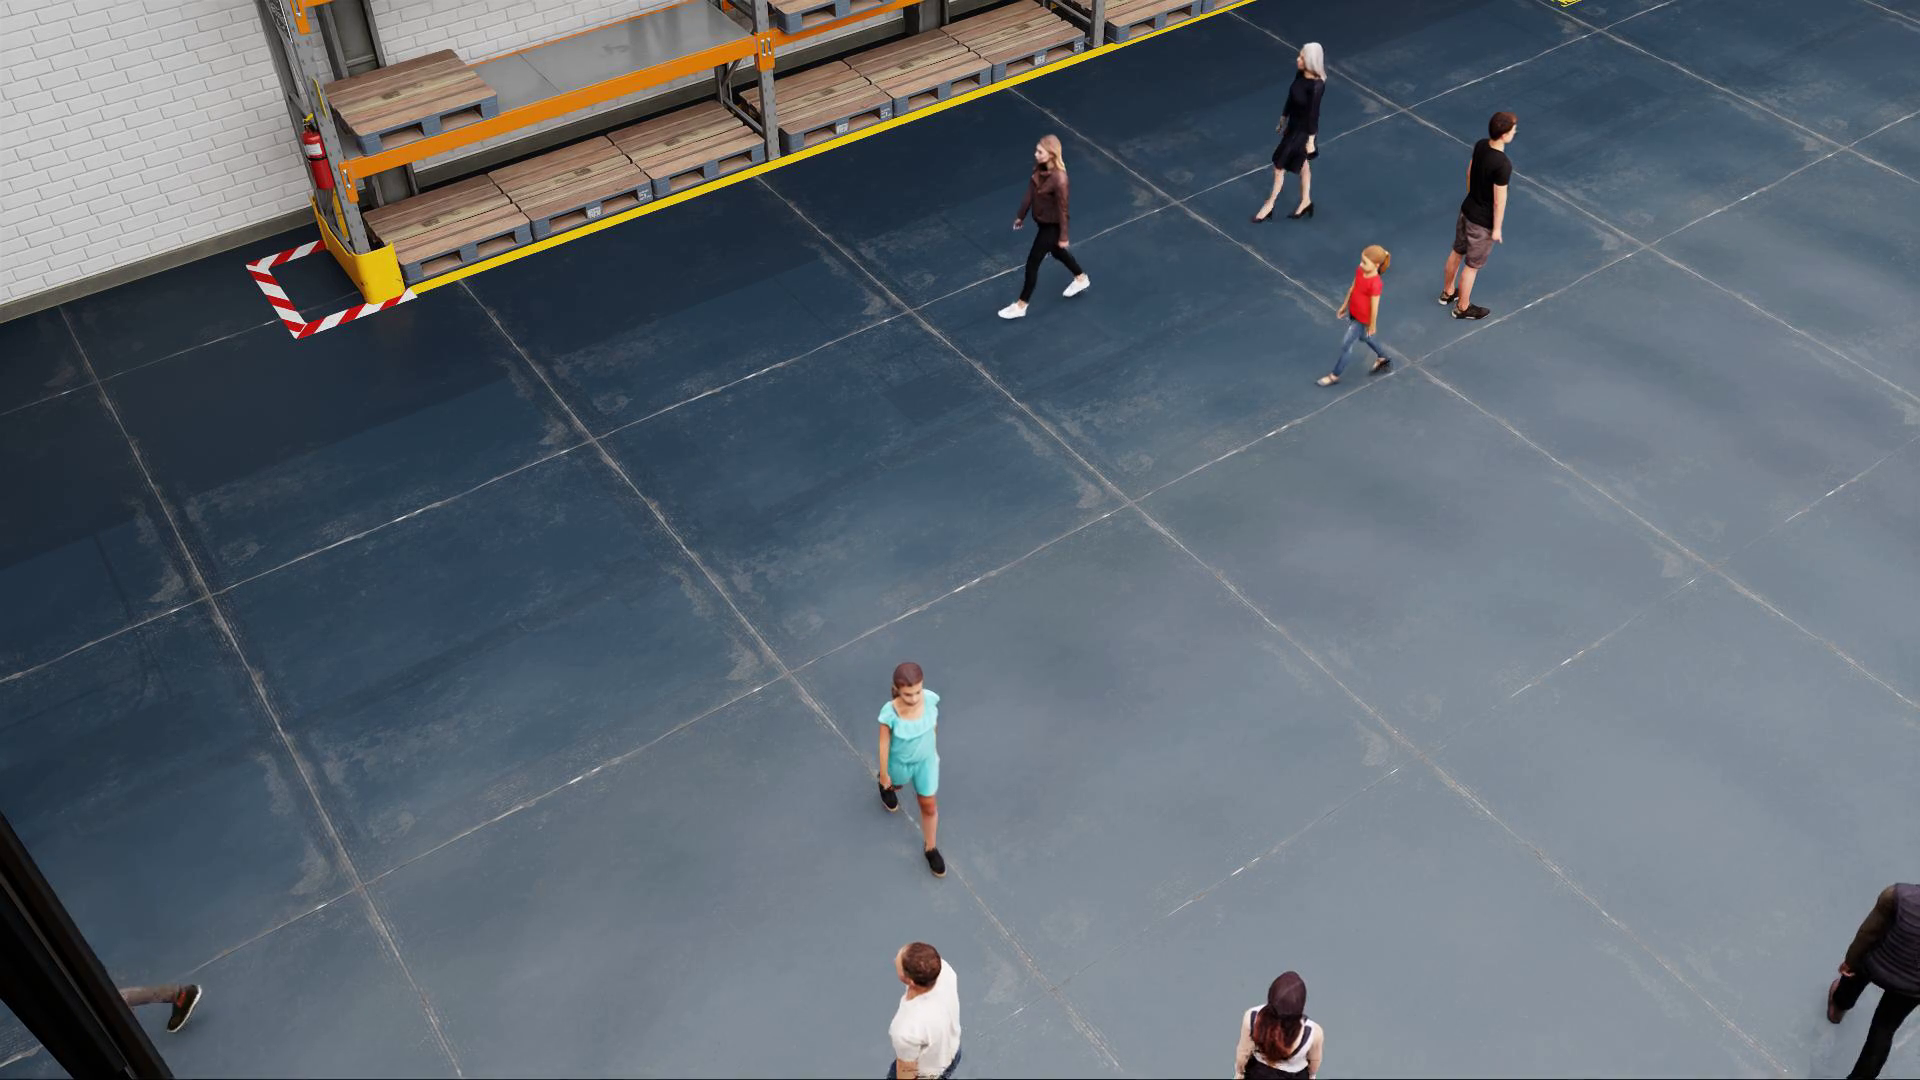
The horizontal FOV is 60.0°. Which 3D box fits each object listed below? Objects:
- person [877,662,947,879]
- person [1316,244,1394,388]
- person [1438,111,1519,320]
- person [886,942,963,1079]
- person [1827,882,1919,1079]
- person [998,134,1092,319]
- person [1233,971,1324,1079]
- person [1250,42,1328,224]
[{"bbox_3d":[-0.332,1.233,9.840,1.038,1.528,0.752,-17,46,-17],"label":"person"},{"bbox_3d":[3.244,-1.796,13.191,0.939,1.291,0.686,-8,44,-8],"label":"person"},{"bbox_3d":[4.280,-2.692,13.718,0.719,1.861,0.755,-10,44,-10],"label":"person"},{"bbox_3d":[-0.088,2.598,8.176,0.887,1.846,0.817,20,47,20],"label":"person"},{"bbox_3d":[4.823,2.285,8.542,1.072,1.794,1.306,19,47,19],"label":"person"},{"bbox_3d":[0.810,-2.622,13.787,1.180,1.665,0.800,-16,46,-16],"label":"person"},{"bbox_3d":[1.539,2.716,8.210,0.911,1.628,1.060,13,45,13],"label":"person"},{"bbox_3d":[3.105,-3.601,14.768,0.954,1.728,0.828,-6,44,-7],"label":"person"}]
